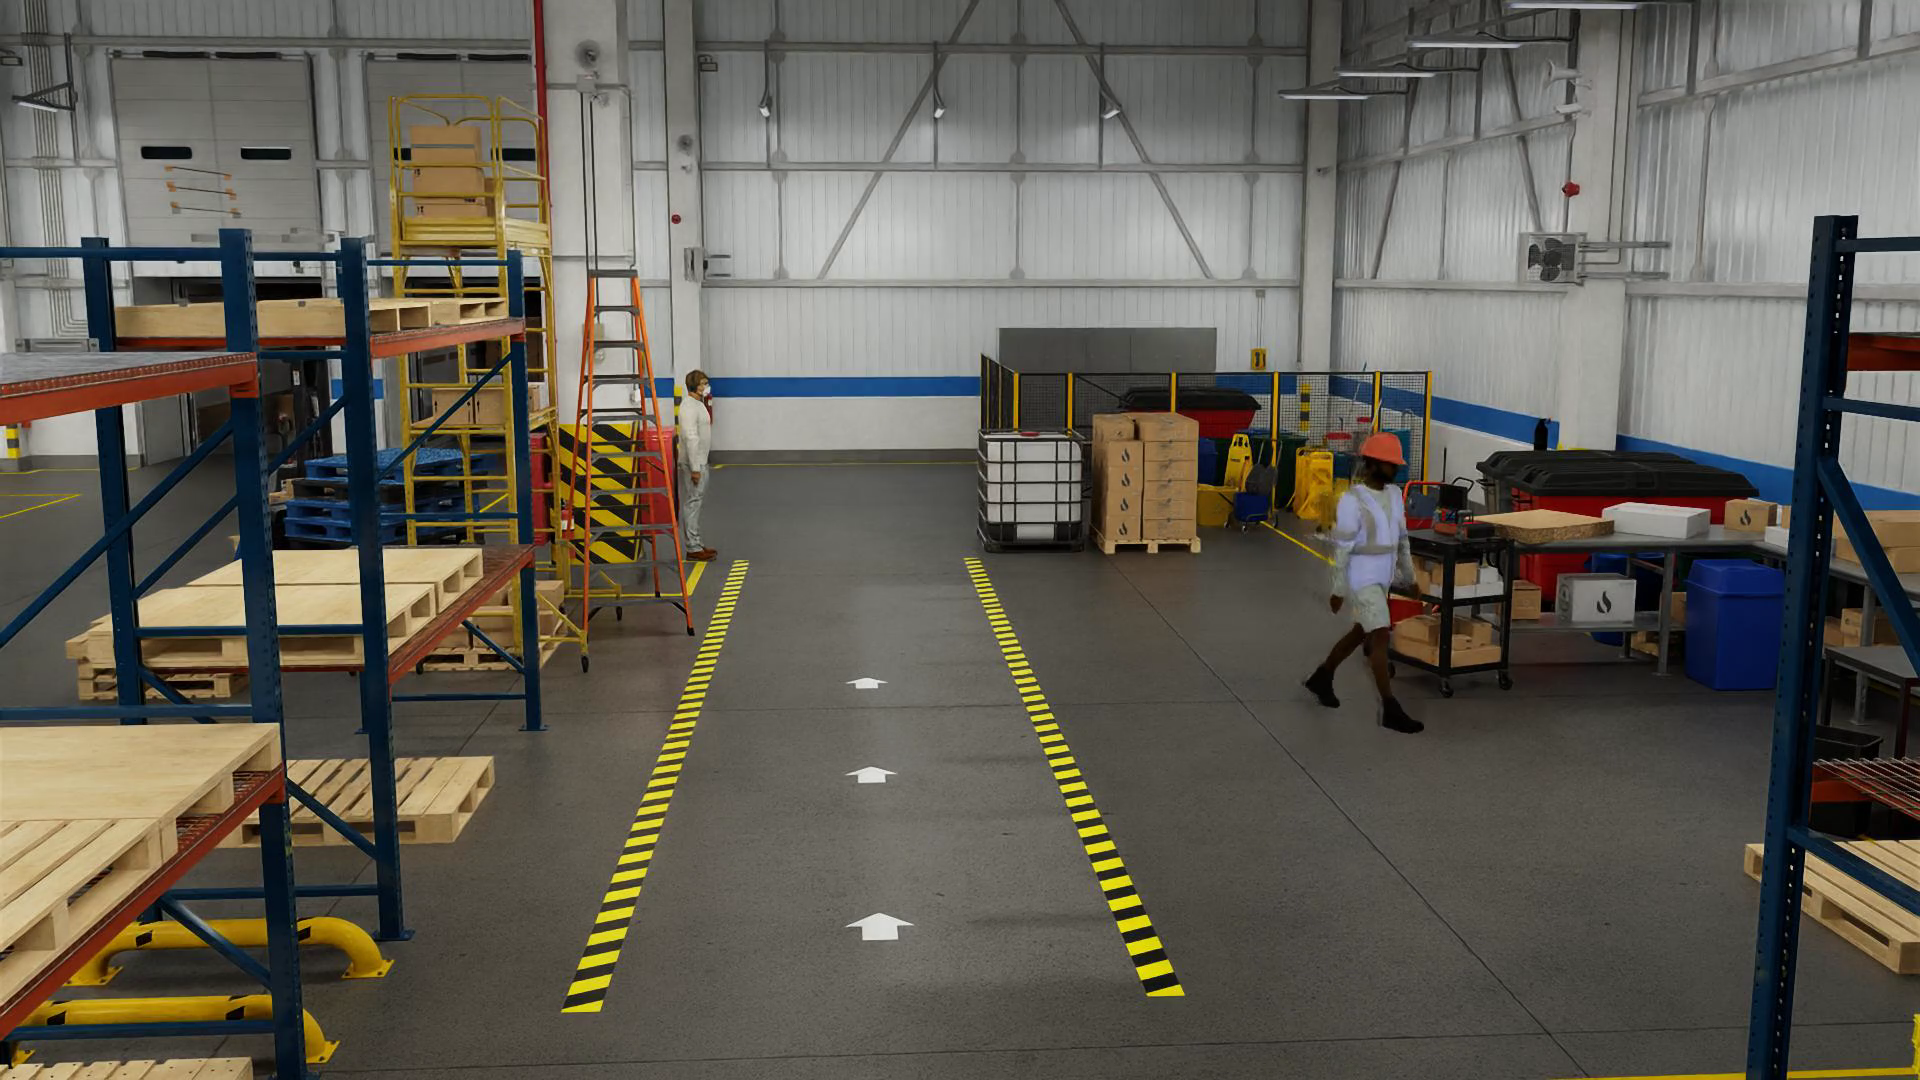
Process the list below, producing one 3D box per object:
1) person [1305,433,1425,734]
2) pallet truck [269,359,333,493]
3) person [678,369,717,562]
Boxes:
[{"bbox_3d":[2.644,0.234,10.783,0.541,1.886,1.002,-8,12,-42],"label":"person"},{"bbox_3d":[-7.062,-1.131,18.996,1.885,1.965,0.823,2,9,13],"label":"pallet truck"},{"bbox_3d":[-2.658,-0.755,16.817,0.367,1.939,0.634,-1,9,-4],"label":"person"}]
